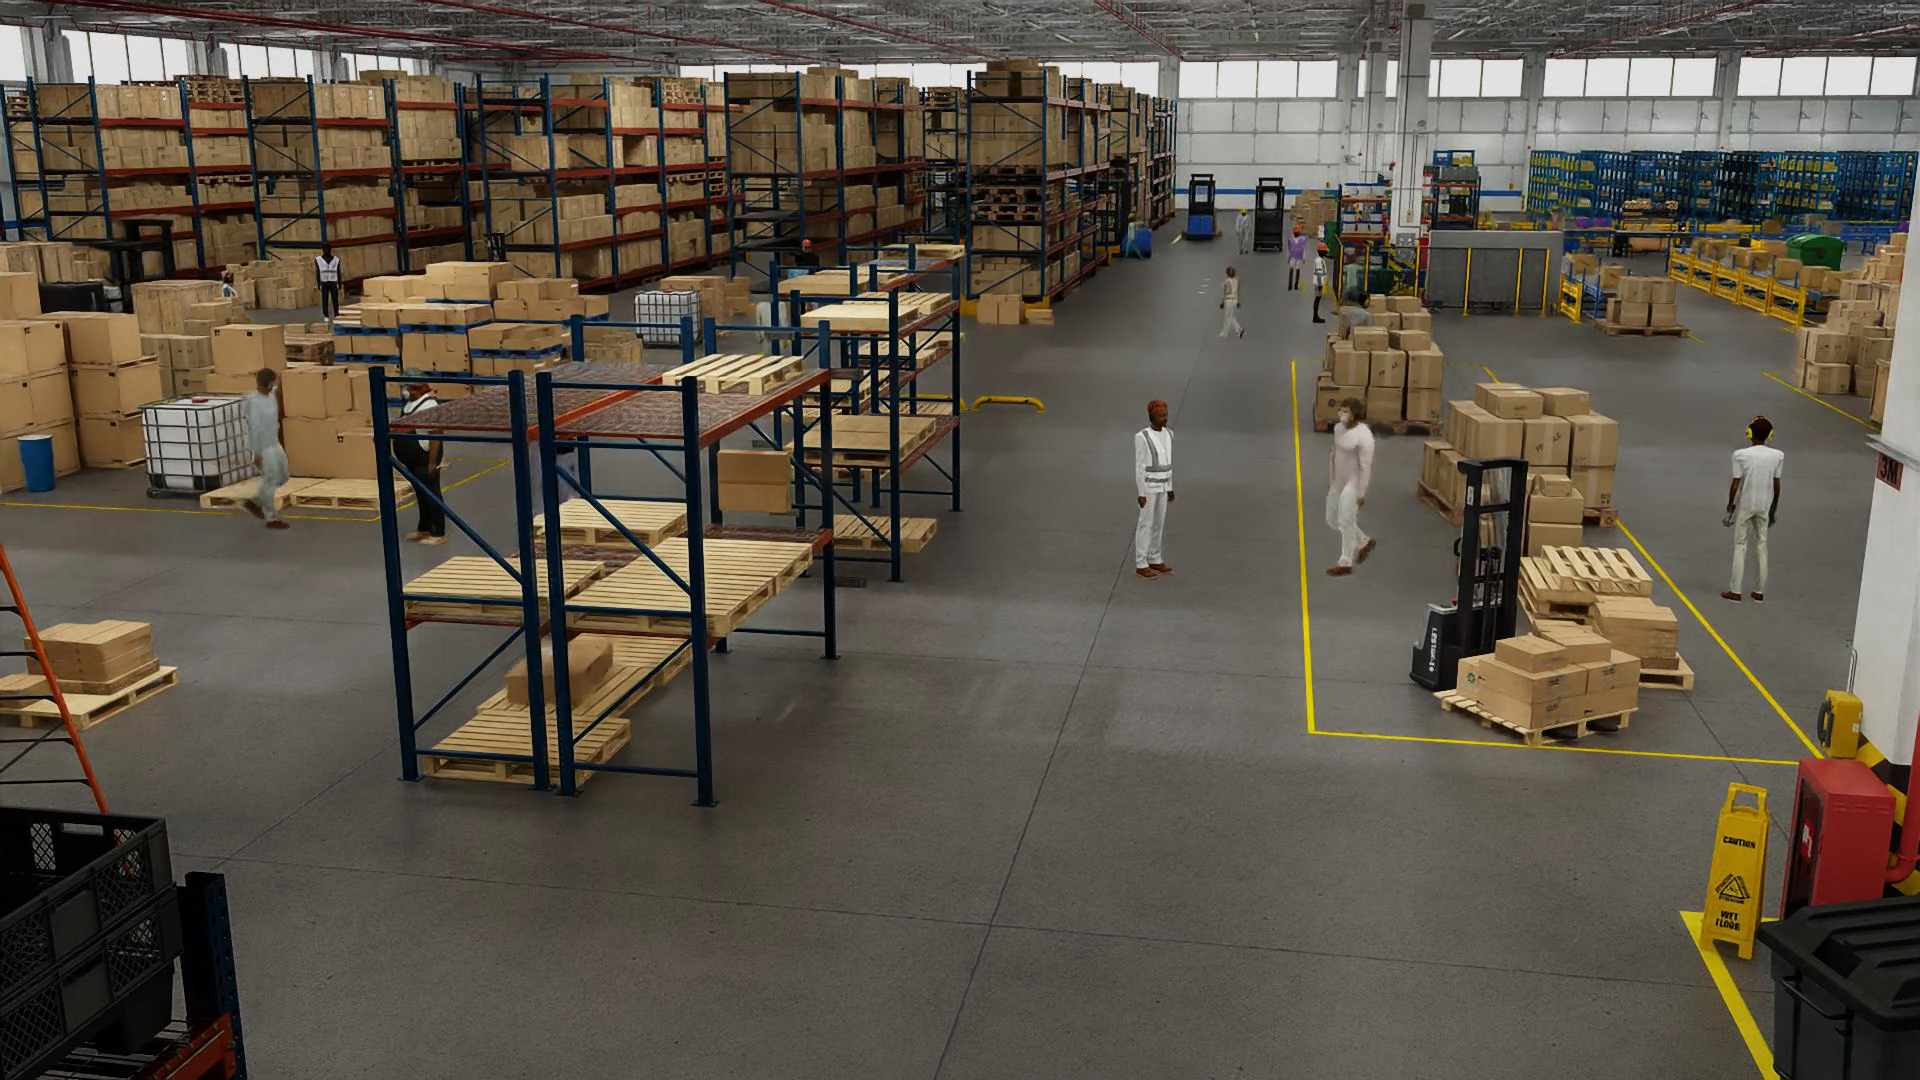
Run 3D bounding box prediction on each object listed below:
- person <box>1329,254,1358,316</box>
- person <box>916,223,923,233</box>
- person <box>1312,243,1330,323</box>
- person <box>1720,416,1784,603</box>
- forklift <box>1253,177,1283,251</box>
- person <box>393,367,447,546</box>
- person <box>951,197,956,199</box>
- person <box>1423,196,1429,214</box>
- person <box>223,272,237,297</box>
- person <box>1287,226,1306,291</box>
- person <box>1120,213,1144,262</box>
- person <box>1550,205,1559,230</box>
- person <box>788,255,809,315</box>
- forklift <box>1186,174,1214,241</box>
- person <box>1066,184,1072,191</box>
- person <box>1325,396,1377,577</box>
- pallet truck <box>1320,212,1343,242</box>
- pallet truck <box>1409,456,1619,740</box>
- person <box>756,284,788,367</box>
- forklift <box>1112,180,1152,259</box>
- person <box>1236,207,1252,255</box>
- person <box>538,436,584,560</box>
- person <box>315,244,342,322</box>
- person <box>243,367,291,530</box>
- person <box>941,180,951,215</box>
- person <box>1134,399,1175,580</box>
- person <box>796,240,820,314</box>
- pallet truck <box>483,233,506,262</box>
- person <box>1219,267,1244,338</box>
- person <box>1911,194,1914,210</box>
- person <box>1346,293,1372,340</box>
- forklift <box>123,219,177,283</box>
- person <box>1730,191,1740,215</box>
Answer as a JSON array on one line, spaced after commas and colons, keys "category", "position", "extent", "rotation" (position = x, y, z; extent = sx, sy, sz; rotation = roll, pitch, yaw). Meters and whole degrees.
[{"category": "person", "position": [9.753, -6.388, 41.787], "extent": [0.831, 1.586, 0.496], "rotation": [13, 19, 41]}, {"category": "person", "position": [-1.575, -11.033, 60.135], "extent": [0.623, 1.844, 0.430], "rotation": [6, 15, 23]}, {"category": "person", "position": [8.813, -6.285, 40.661], "extent": [0.361, 1.938, 0.545], "rotation": [3, 14, 12]}, {"category": "person", "position": [7.844, -0.300, 16.501], "extent": [0.521, 1.873, 0.335], "rotation": [1, 14, 4]}, {"category": "forklift", "position": [12.083, -12.747, 64.956], "extent": [1.129, 2.768, 1.873], "rotation": [3, 14, 10]}, {"category": "person", "position": [-6.121, -0.950, 18.789], "extent": [0.536, 2.000, 0.688], "rotation": [-10, 17, -36]}, {"category": "person", "position": [-0.241, -18.905, 91.972], "extent": [0.599, 1.903, 0.616], "rotation": [4, 14, 15]}, {"category": "person", "position": [23.423, -16.862, 83.665], "extent": [0.650, 1.912, 0.511], "rotation": [-12, 18, -39]}, {"category": "person", "position": [-15.715, -4.949, 35.855], "extent": [0.308, 1.636, 0.524], "rotation": [-3, 14, -14]}, {"category": "person", "position": [9.850, -8.257, 48.788], "extent": [0.553, 1.879, 1.002], "rotation": [4, 14, 15]}, {"category": "person", "position": [6.188, -10.828, 59.524], "extent": [0.815, 1.733, 0.522], "rotation": [-1, 14, -3]}, {"category": "person", "position": [23.524, -12.384, 65.870], "extent": [0.907, 1.718, 0.536], "rotation": [0, 14, -1]}, {"category": "person", "position": [-3.856, -5.967, 39.857], "extent": [0.538, 1.698, 0.319], "rotation": [-6, 15, -22]}, {"category": "forklift", "position": [10.224, -14.121, 70.537], "extent": [1.129, 2.768, 1.873], "rotation": [2, 14, 10]}, {"category": "person", "position": [5.784, -18.333, 89.878], "extent": [0.584, 1.795, 0.914], "rotation": [2, 14, 7]}, {"category": "person", "position": [4.155, -0.571, 17.497], "extent": [0.566, 1.919, 0.643], "rotation": [-5, 15, -18]}, {"category": "pallet truck", "position": [15.874, -13.227, 70.310], "extent": [0.680, 1.201, 1.601], "rotation": [10, 17, 35]}, {"category": "pallet truck", "position": [4.504, 0.400, 13.395], "extent": [0.823, 1.965, 1.885], "rotation": [-6, 15, -23]}, {"category": "person", "position": [-3.379, -3.674, 30.059], "extent": [0.635, 1.936, 0.355], "rotation": [7, 16, 27]}, {"category": "forklift", "position": [6.082, -11.722, 60.796], "extent": [1.873, 2.768, 1.129], "rotation": [2, 14, 9]}, {"category": "person", "position": [10.751, -11.683, 62.911], "extent": [0.600, 1.766, 0.972], "rotation": [0, 14, 0]}, {"category": "person", "position": [-3.838, -0.279, 16.398], "extent": [1.004, 1.868, 0.606], "rotation": [4, 14, 15]}, {"category": "person", "position": [-15.513, -6.329, 40.903], "extent": [0.587, 1.911, 0.397], "rotation": [-8, 16, -29]}, {"category": "person", "position": [-8.191, -1.076, 19.563], "extent": [0.516, 1.915, 0.656], "rotation": [0, 14, -1]}, {"category": "person", "position": [-0.773, -19.175, 92.894], "extent": [0.608, 1.988, 0.387], "rotation": [2, 14, 6]}, {"category": "person", "position": [2.045, -0.533, 17.422], "extent": [0.355, 1.883, 0.575], "rotation": [12, 18, 40]}, {"category": "person", "position": [-3.755, -6.402, 41.020], "extent": [0.626, 1.991, 0.390], "rotation": [-4, 14, -17]}, {"category": "pallet truck", "position": [-11.832, -7.026, 43.548], "extent": [1.885, 1.965, 0.823], "rotation": [8, 16, 28]}, {"category": "person", "position": [6.155, -5.357, 37.580], "extent": [0.516, 1.611, 0.742], "rotation": [-11, 18, -38]}, {"category": "person", "position": [45.176, -15.696, 79.056], "extent": [0.377, 1.844, 0.567], "rotation": [3, 14, 13]}, {"category": "person", "position": [7.063, -3.447, 29.388], "extent": [0.968, 1.824, 0.500], "rotation": [-6, 15, -23]}, {"category": "forklift", "position": [-16.648, -5.229, 34.433], "extent": [1.129, 2.768, 1.873], "rotation": [3, 14, 10]}, {"category": "person", "position": [37.505, -16.002, 80.359], "extent": [0.472, 1.812, 0.608], "rotation": [1, 14, 5]}]
